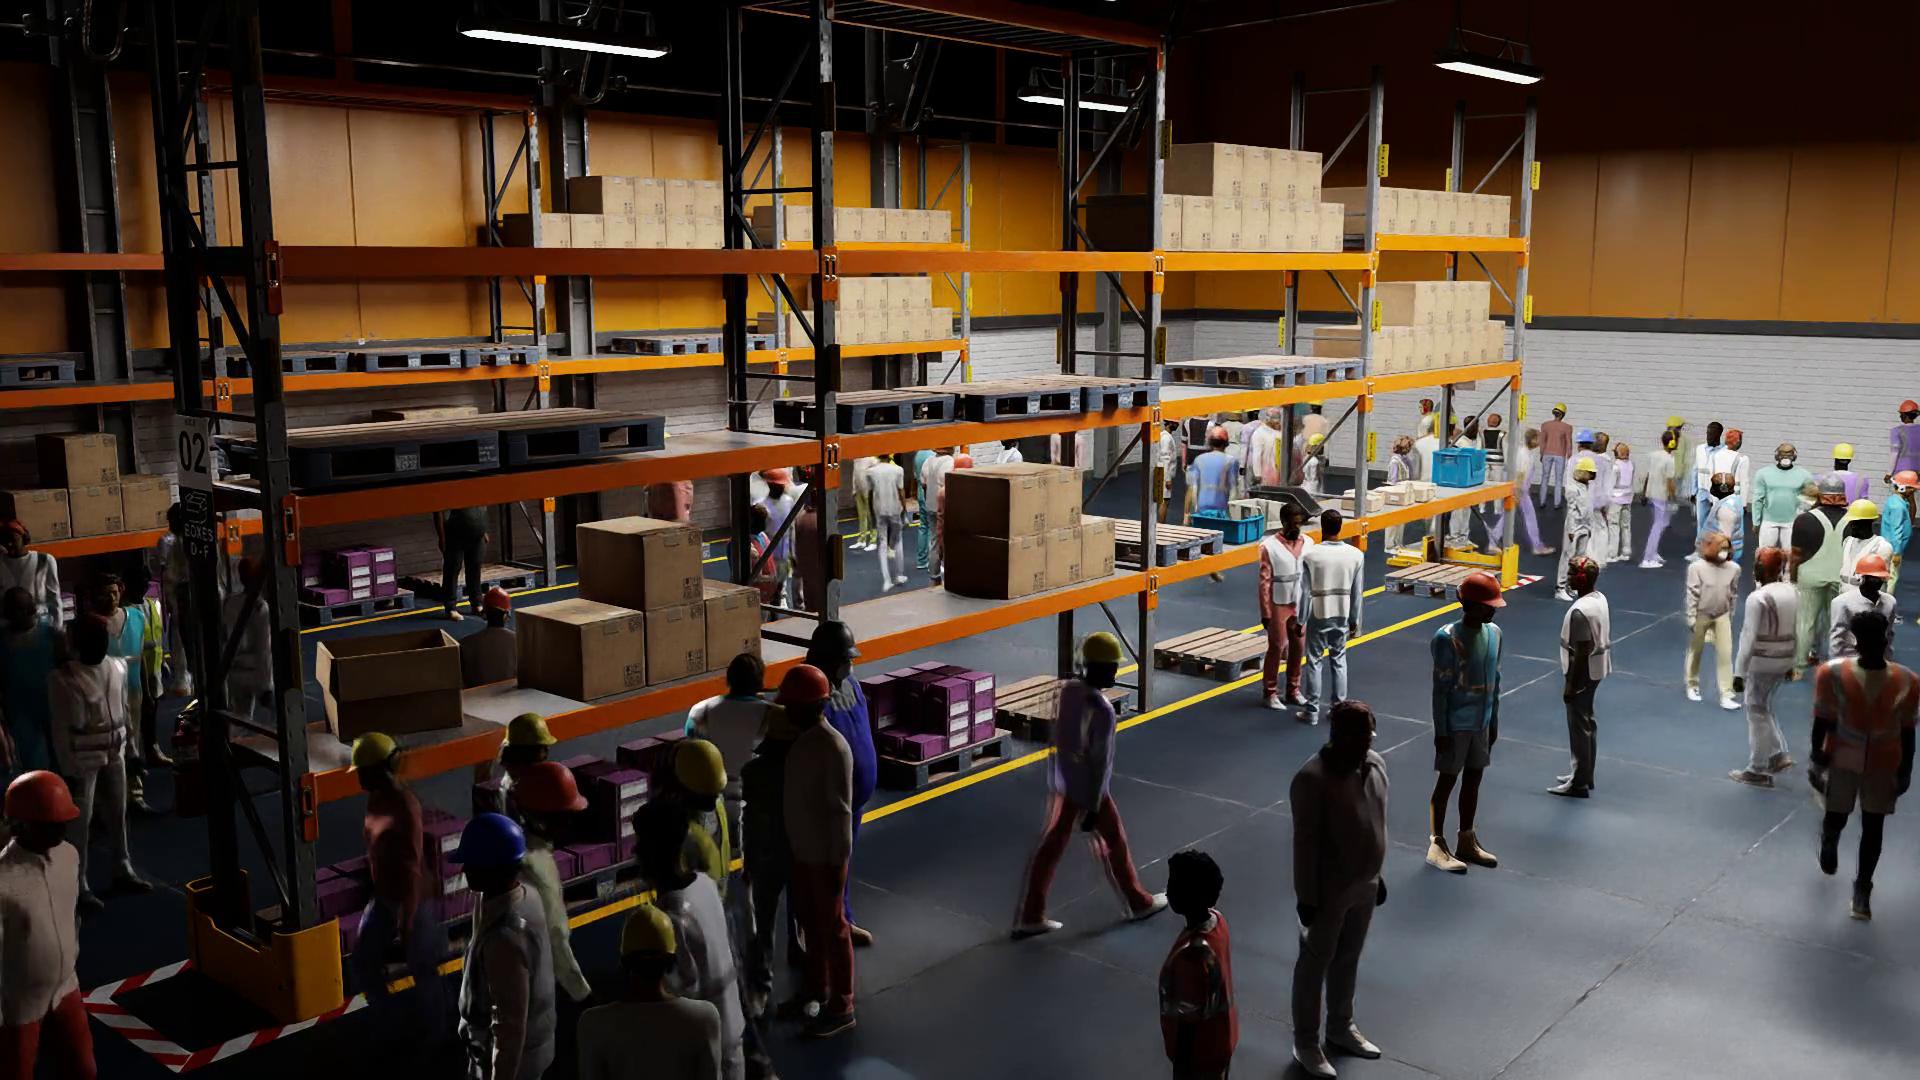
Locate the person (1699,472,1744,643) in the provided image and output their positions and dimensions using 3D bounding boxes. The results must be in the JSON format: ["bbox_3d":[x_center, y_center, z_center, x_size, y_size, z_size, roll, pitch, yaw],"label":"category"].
[{"bbox_3d":[8.145,0.184,17.820,0.429,1.836,0.631,5,11,27],"label":"person"}]

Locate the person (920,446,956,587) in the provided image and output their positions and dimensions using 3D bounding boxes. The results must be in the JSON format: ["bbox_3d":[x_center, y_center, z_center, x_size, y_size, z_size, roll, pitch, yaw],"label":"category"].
[{"bbox_3d":[-0.134,-0.366,20.468,0.538,2.000,0.685,-9,13,-42],"label":"person"}]

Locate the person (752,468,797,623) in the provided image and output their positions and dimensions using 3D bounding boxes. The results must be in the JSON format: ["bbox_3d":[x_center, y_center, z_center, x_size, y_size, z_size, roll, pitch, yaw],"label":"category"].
[{"bbox_3d":[-1.972,0.143,17.777,0.396,1.932,0.552,8,13,41],"label":"person"}]

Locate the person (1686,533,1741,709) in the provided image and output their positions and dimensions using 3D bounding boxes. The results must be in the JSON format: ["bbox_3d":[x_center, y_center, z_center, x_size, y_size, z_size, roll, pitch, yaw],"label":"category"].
[{"bbox_3d":[6.876,0.744,15.158,0.506,1.601,0.792,1,10,3],"label":"person"}]

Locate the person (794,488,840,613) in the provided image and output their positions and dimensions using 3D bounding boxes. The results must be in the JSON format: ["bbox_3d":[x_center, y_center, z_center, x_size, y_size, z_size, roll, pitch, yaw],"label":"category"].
[{"bbox_3d":[-1.359,0.380,16.420,0.409,1.908,0.647,-6,11,-34],"label":"person"}]

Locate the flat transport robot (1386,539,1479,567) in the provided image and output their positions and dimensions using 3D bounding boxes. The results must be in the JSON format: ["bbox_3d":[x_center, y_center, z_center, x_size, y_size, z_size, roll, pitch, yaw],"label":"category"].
[{"bbox_3d":[6.399,0.182,22.469,0.652,0.197,1.431,8,13,41],"label":"flat transport robot"}]

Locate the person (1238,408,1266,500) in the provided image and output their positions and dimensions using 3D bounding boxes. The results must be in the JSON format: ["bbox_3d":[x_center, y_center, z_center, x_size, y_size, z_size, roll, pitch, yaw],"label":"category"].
[{"bbox_3d":[4.572,-1.216,25.940,0.592,1.912,0.399,-8,12,-38],"label":"person"}]

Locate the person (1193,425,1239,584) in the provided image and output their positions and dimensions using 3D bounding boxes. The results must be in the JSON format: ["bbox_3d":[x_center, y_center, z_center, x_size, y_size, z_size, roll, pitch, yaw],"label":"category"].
[{"bbox_3d":[3.192,-0.421,20.887,0.622,2.014,0.683,5,11,29],"label":"person"}]

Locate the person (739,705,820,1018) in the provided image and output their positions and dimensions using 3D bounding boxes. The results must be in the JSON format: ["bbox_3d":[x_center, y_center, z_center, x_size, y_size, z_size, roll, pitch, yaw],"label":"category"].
[{"bbox_3d":[-0.939,1.721,8.932,0.487,1.737,0.320,0,10,2],"label":"person"}]

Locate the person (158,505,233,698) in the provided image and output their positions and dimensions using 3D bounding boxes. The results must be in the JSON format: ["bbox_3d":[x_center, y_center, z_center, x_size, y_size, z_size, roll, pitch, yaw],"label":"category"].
[{"bbox_3d":[-7.172,0.558,15.692,0.708,1.804,0.653,-2,10,-14],"label":"person"}]

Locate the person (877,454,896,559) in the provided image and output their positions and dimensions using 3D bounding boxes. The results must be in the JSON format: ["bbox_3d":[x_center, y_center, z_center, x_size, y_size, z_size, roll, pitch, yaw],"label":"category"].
[{"bbox_3d":[-0.995,-0.582,22.824,0.319,1.686,0.538,-4,10,-20],"label":"person"}]

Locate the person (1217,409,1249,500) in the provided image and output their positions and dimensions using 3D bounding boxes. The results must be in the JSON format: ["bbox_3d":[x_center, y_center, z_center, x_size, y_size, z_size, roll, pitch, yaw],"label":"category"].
[{"bbox_3d":[4.769,-1.715,28.523,0.687,2.000,0.535,5,11,30],"label":"person"}]

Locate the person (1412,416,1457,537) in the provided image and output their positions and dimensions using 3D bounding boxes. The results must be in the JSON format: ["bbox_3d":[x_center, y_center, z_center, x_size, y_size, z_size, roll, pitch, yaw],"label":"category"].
[{"bbox_3d":[6.612,-0.768,23.263,0.644,1.914,0.749,5,11,28],"label":"person"}]

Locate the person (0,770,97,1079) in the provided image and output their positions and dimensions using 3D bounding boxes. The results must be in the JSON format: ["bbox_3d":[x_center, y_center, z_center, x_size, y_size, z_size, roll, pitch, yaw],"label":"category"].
[{"bbox_3d":[-4.032,1.918,7.064,0.806,1.968,0.632,2,10,12],"label":"person"}]

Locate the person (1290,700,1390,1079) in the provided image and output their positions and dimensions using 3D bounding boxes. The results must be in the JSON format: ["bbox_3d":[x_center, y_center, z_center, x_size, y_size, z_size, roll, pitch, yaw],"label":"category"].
[{"bbox_3d":[1.939,1.730,8.374,0.643,1.903,0.399,-7,12,-37],"label":"person"}]

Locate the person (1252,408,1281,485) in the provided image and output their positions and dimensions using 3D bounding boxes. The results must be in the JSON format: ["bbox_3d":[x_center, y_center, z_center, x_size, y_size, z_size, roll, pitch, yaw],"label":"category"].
[{"bbox_3d":[4.667,-1.035,24.908,0.654,1.899,0.398,-6,11,-33],"label":"person"}]

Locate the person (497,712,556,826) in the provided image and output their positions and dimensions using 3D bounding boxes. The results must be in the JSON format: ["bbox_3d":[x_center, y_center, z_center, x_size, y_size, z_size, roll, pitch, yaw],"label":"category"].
[{"bbox_3d":[-2.259,1.751,8.747,0.320,1.737,0.487,-1,10,-6],"label":"person"}]

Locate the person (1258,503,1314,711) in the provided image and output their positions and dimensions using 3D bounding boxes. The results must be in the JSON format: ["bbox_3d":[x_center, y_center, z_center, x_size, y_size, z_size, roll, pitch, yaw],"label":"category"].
[{"bbox_3d":[2.954,0.598,15.129,0.599,1.905,0.391,-5,11,-29],"label":"person"}]

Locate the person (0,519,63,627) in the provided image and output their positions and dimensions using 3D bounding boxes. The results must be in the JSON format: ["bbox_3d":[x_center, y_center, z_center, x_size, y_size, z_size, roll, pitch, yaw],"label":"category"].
[{"bbox_3d":[-8.051,0.746,14.332,0.585,1.876,0.351,-3,10,-15],"label":"person"}]

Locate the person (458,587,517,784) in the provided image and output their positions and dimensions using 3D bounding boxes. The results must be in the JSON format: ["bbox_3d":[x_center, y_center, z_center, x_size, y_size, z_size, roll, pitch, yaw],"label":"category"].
[{"bbox_3d":[-3.318,1.205,11.982,0.567,1.743,0.353,-2,10,-11],"label":"person"}]

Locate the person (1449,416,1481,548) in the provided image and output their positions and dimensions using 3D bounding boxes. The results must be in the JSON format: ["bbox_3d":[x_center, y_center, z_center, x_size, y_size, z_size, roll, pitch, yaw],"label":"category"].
[{"bbox_3d":[7.144,-0.814,23.548,0.580,1.910,0.395,-7,12,-38],"label":"person"}]

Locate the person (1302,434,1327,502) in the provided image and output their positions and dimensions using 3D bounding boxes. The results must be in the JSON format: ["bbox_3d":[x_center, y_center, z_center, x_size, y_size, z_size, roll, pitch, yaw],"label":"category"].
[{"bbox_3d":[4.816,-0.590,22.734,0.364,1.736,0.486,0,10,2],"label":"person"}]

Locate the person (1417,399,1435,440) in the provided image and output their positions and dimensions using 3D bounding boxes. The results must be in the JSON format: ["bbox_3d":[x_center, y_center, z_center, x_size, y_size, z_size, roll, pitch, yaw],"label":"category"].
[{"bbox_3d":[7.673,-1.390,27.213,0.391,1.836,0.561,7,12,36],"label":"person"}]

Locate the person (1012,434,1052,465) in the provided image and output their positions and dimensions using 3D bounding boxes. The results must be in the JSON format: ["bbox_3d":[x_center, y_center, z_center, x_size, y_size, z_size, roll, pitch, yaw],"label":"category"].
[{"bbox_3d":[1.044,-1.120,25.297,0.690,1.941,0.647,-3,10,-16],"label":"person"}]

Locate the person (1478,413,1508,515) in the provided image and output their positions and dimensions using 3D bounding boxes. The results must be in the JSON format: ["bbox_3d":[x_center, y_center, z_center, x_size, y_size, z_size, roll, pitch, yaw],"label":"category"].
[{"bbox_3d":[8.569,-1.218,26.753,0.511,1.640,0.308,7,12,38],"label":"person"}]

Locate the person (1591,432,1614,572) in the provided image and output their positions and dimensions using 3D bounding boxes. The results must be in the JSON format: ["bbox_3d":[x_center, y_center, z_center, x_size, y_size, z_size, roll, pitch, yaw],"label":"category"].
[{"bbox_3d":[8.413,-0.505,21.887,0.325,1.842,0.517,5,11,29],"label":"person"}]

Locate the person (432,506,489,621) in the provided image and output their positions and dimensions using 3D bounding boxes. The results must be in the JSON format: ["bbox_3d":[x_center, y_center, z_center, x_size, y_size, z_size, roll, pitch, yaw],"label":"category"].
[{"bbox_3d":[-5.633,-0.102,18.891,0.537,2.000,0.683,7,12,37],"label":"person"}]

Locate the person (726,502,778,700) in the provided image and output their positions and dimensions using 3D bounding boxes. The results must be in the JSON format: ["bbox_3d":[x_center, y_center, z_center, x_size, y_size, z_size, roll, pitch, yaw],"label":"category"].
[{"bbox_3d":[-1.923,0.560,15.554,0.429,1.840,0.624,3,10,17],"label":"person"}]

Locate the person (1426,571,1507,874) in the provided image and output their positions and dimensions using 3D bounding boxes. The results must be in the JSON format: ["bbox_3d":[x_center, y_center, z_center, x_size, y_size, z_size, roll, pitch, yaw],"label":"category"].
[{"bbox_3d":[3.406,1.208,11.103,0.606,2.035,0.405,-6,11,-31],"label":"person"}]

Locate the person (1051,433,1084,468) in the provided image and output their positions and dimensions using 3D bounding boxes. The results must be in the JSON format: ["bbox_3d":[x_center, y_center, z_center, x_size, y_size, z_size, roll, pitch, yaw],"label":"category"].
[{"bbox_3d":[1.640,-1.098,25.734,0.560,1.728,0.524,0,10,2],"label":"person"}]

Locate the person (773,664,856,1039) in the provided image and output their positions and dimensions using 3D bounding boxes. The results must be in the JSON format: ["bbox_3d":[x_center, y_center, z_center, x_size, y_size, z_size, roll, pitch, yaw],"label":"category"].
[{"bbox_3d":[-0.779,1.621,8.786,0.409,1.986,0.620,-6,11,-32],"label":"person"}]

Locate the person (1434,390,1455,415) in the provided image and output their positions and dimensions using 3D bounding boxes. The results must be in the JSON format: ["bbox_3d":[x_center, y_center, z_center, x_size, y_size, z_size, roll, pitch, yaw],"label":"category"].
[{"bbox_3d":[8.377,-1.710,28.842,0.366,1.932,0.623,6,11,31],"label":"person"}]

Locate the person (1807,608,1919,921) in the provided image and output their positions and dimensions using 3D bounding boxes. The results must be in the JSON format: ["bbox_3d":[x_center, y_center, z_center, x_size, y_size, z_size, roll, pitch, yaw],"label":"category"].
[{"bbox_3d":[5.664,1.361,10.465,0.615,1.937,0.679,4,10,21],"label":"person"}]

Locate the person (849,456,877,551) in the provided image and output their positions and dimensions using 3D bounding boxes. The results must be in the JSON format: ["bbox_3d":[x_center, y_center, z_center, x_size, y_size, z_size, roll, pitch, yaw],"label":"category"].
[{"bbox_3d":[-1.344,-0.663,23.454,0.286,1.634,0.500,-8,12,-40],"label":"person"}]

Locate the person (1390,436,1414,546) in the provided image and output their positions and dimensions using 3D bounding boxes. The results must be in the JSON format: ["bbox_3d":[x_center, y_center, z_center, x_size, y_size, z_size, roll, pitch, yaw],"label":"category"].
[{"bbox_3d":[6.193,-0.654,23.407,0.323,1.628,0.532,-2,10,-13],"label":"person"}]

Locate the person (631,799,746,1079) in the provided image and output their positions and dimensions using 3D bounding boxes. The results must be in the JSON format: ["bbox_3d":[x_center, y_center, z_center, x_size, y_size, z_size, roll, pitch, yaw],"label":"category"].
[{"bbox_3d":[-1.151,2.000,6.750,0.993,1.893,0.667,2,10,13],"label":"person"}]

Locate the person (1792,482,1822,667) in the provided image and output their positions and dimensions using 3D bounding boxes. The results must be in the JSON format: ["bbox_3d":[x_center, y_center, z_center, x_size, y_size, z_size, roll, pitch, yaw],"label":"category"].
[{"bbox_3d":[8.544,0.338,16.712,0.476,1.895,0.737,1,10,7],"label":"person"}]

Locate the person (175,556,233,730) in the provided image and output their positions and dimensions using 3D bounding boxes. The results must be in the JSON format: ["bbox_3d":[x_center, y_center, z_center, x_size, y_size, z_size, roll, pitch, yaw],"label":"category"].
[{"bbox_3d":[-5.964,0.932,13.228,0.510,1.872,0.328,4,10,22],"label":"person"}]

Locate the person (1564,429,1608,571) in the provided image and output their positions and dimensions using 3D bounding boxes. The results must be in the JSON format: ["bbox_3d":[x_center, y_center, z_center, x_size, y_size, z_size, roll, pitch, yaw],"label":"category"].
[{"bbox_3d":[8.129,-0.466,21.476,0.629,1.915,0.721,-4,10,-24],"label":"person"}]

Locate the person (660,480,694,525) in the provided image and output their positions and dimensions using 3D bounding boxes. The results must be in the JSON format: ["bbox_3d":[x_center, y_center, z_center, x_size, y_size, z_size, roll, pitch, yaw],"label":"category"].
[{"bbox_3d":[-3.527,-0.335,20.778,0.428,1.878,0.680,-4,10,-25],"label":"person"}]

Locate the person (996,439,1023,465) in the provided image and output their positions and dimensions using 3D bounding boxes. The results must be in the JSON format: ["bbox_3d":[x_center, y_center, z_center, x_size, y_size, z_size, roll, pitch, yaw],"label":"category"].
[{"bbox_3d":[0.689,-0.770,23.903,0.321,1.697,0.529,-6,11,-32],"label":"person"}]
